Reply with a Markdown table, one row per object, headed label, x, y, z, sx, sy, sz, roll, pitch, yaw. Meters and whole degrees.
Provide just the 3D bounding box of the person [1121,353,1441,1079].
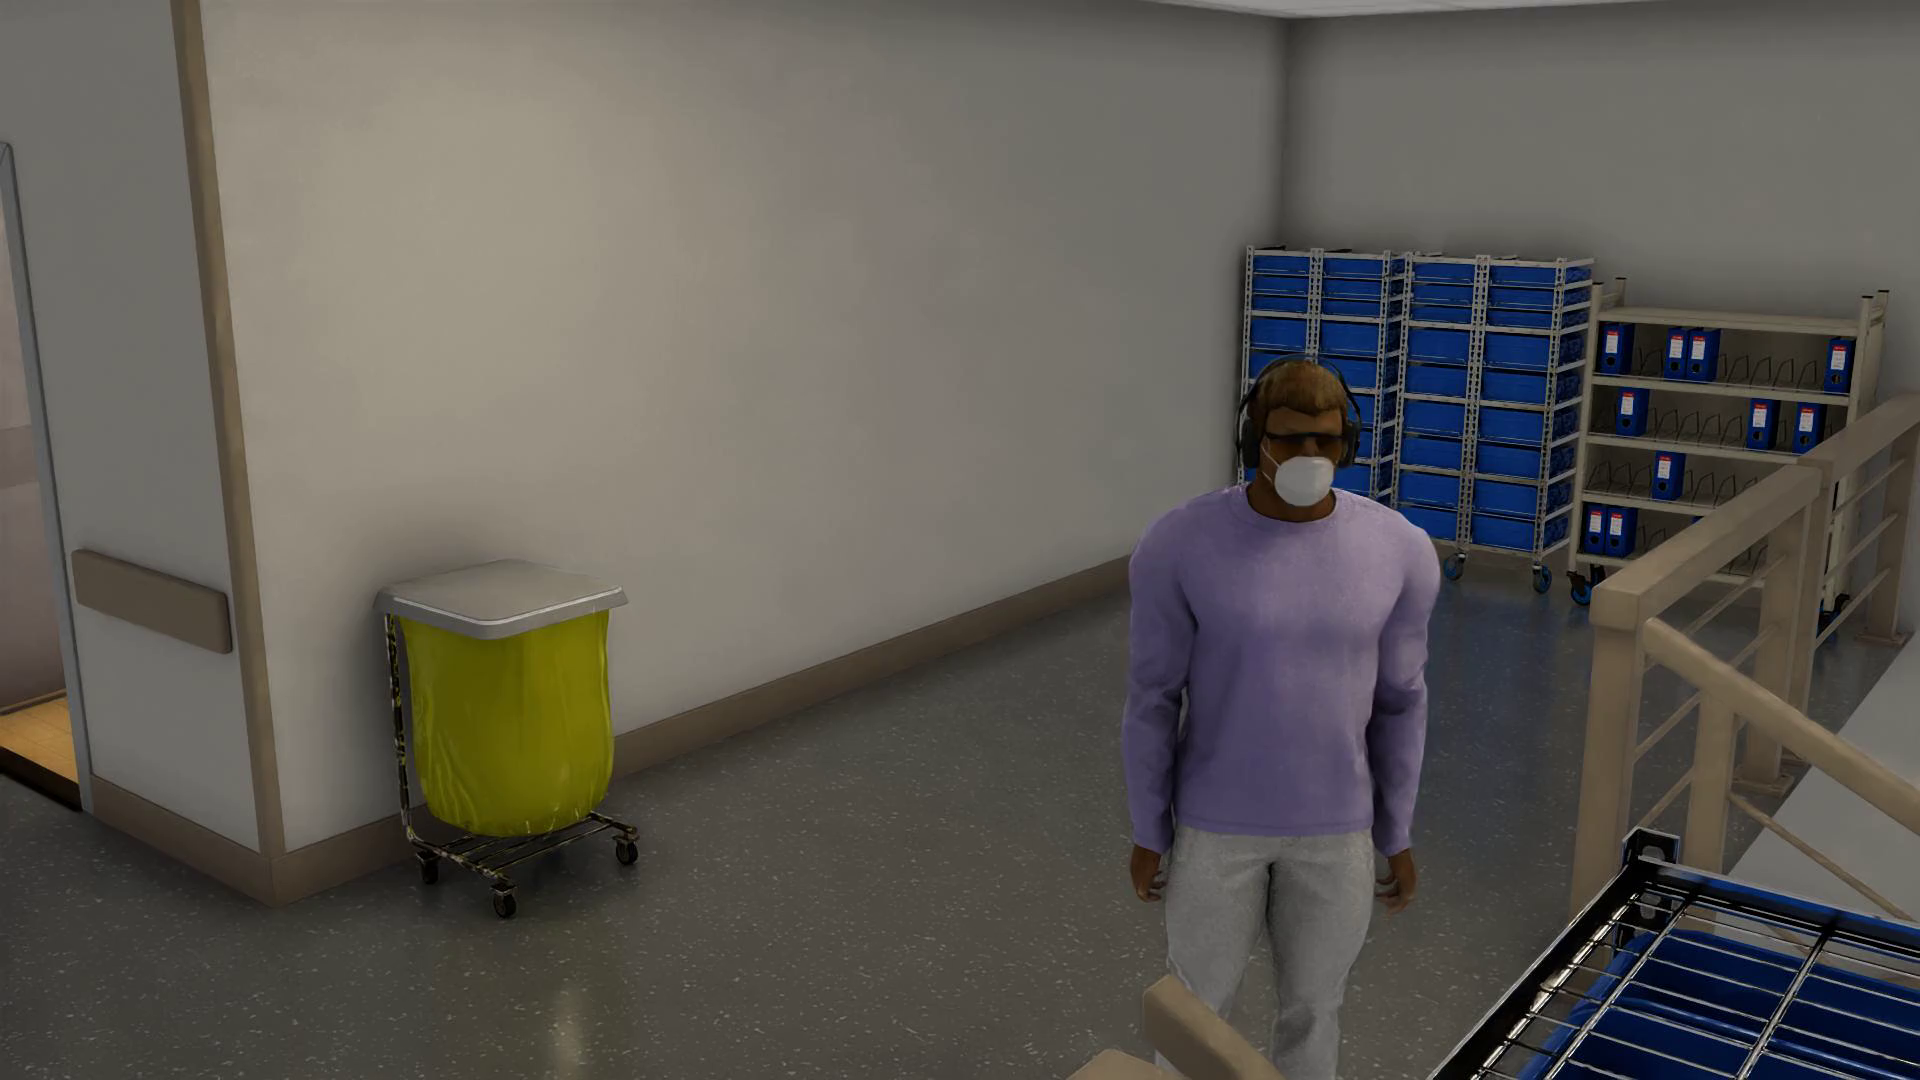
| label | x | y | z | sx | sy | sz | roll | pitch | yaw |
| --- | --- | --- | --- | --- | --- | --- | --- | --- | --- |
| person | 0.642 | 0.585 | 3.401 | 0.628 | 1.940 | 0.373 | 0 | 13 | -1 |
